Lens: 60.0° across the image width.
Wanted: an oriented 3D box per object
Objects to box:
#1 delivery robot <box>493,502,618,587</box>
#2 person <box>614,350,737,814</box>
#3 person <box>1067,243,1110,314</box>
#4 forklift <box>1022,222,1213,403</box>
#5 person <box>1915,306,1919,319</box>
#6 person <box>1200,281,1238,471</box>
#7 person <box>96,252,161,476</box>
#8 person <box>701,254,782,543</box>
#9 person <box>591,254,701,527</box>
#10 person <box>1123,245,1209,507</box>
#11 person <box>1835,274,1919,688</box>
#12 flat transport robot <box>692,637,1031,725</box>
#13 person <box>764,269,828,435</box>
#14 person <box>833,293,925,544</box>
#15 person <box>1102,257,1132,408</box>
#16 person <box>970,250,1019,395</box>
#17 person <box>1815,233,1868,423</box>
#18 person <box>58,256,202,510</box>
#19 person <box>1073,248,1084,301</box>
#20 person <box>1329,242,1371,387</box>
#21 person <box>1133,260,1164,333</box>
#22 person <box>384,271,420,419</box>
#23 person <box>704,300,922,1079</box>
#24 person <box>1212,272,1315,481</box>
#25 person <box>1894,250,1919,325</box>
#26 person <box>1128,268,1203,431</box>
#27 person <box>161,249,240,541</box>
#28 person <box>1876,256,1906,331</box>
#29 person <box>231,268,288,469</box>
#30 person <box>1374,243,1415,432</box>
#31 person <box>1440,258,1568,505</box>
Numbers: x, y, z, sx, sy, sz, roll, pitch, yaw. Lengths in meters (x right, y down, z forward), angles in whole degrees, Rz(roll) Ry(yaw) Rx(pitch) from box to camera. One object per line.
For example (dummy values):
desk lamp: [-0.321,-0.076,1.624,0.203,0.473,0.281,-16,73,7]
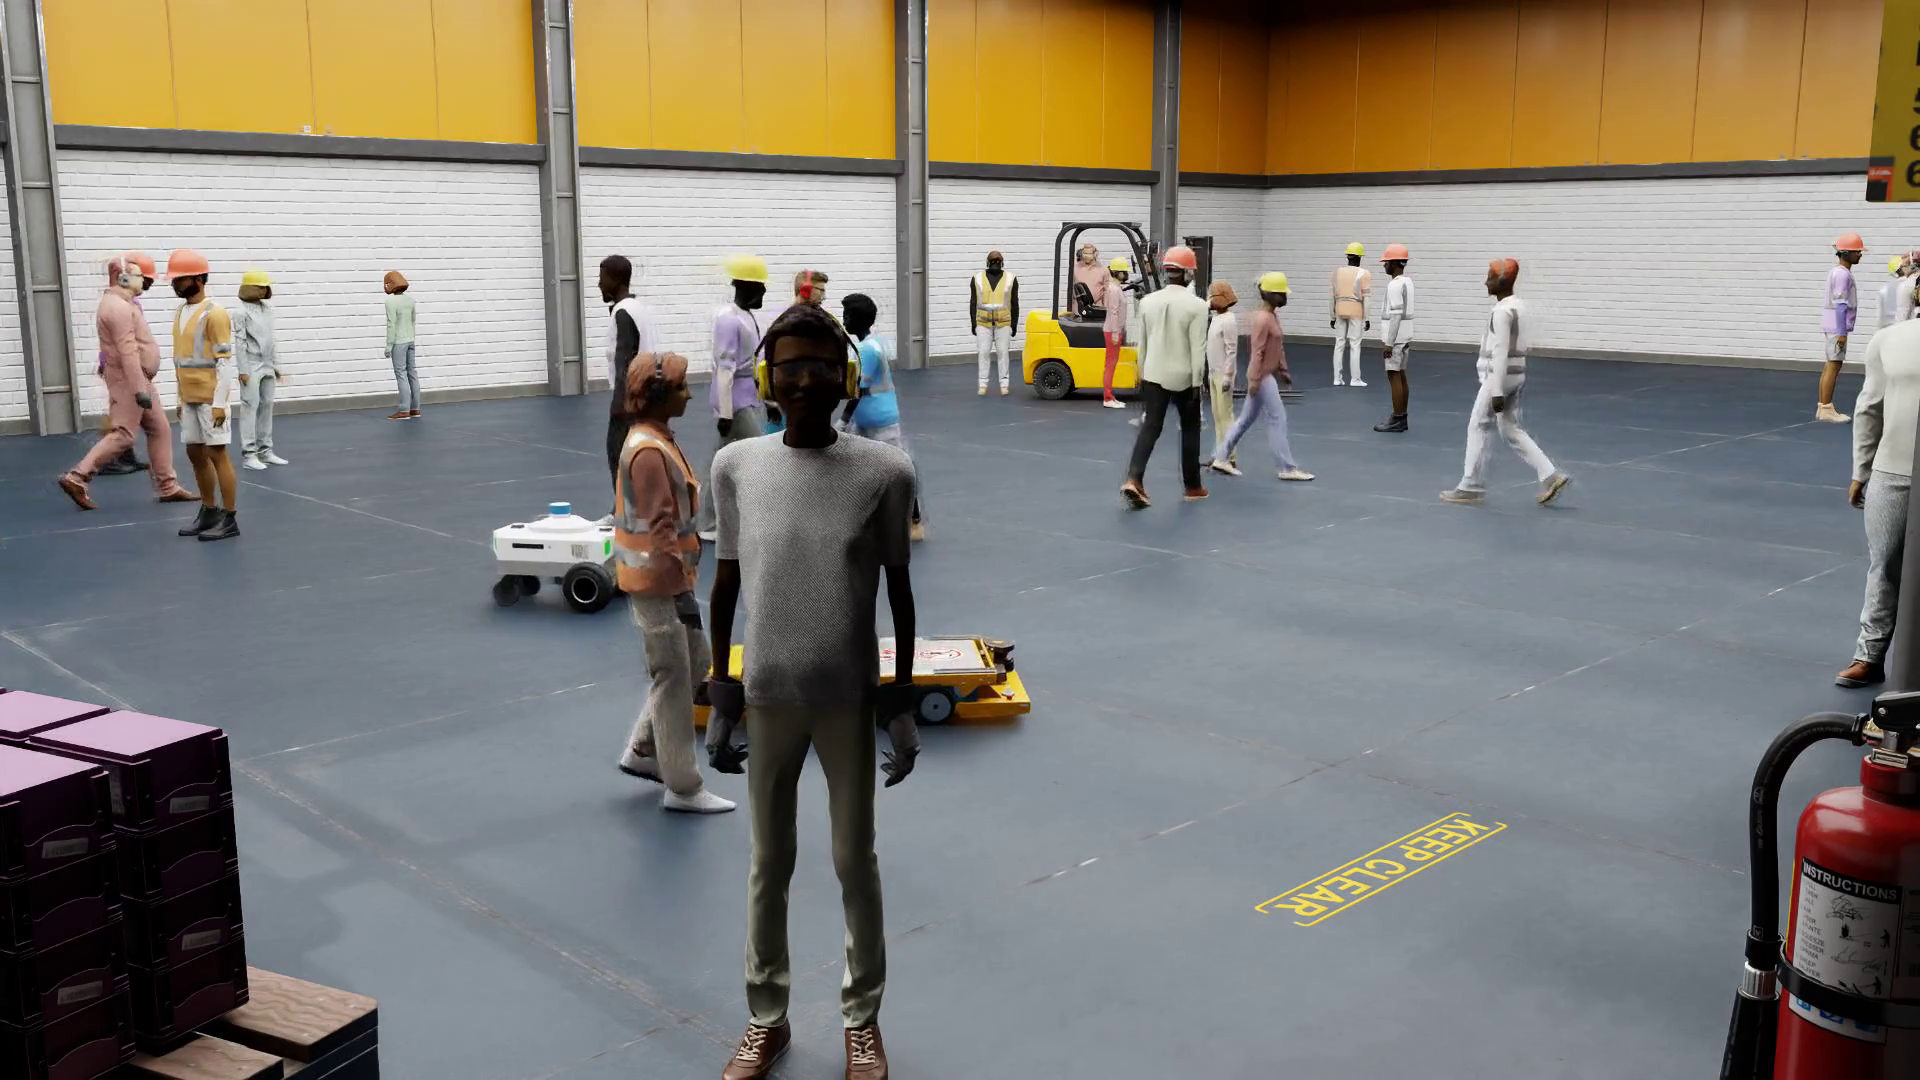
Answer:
delivery robot: [-2.186,0.038,9.138,0.707,0.478,0.477,2,11,11]
person: [-1.014,0.159,5.791,0.373,1.636,0.536,-1,10,-5]
person: [1.897,-3.439,24.684,0.636,1.903,0.405,1,10,5]
forklift: [1.935,-2.847,20.651,2.313,2.155,1.214,2,11,13]
person: [9.861,-2.006,16.687,0.611,1.966,0.362,-2,11,-11]
person: [2.244,-1.411,14.349,0.268,1.631,0.507,-1,10,-7]
person: [-7.048,-1.480,14.062,0.648,1.876,0.583,-6,12,-30]
person: [-1.318,-0.898,10.833,0.882,1.887,0.600,0,10,1]
person: [-2.199,-1.006,11.431,0.691,1.896,0.593,-2,11,-12]
person: [1.545,-1.221,12.452,0.622,1.960,0.972,8,13,36]
person: [4.226,-0.269,7.290,0.372,1.940,0.630,-9,14,-42]
flat transport robot: [-0.448,0.592,7.145,1.431,0.197,0.652,-1,10,-5]
person: [-1.291,-0.984,11.579,0.775,1.801,0.609,4,11,20]
person: [-0.642,-0.773,10.825,0.880,1.638,0.532,-1,10,-7]
person: [1.846,-2.436,19.575,0.331,1.768,0.526,2,11,9]
person: [0.432,-2.744,21.091,0.624,1.837,0.430,1,10,4]
person: [9.546,-2.288,18.012,0.372,2.042,0.615,4,11,22]
person: [-6.228,-1.161,12.348,0.887,1.874,0.641,-4,11,-20]
person: [1.871,-3.651,26.046,0.612,1.816,0.669,7,12,33]
person: [5.233,-3.012,22.275,0.591,1.926,0.386,9,14,40]
person: [3.010,-3.640,26.496,0.500,1.636,0.286,2,11,13]
person: [-6.186,-2.152,18.388,0.283,1.633,0.498,3,11,14]
person: [-0.351,0.383,3.911,0.524,1.876,0.325,1,10,4]
person: [2.513,-1.361,13.831,0.876,1.720,0.530,3,11,18]
person: [10.438,-2.197,18.025,0.659,1.870,0.719,-3,11,-18]
person: [2.145,-2.035,17.146,0.876,1.847,0.599,-2,11,-10]
person: [-5.054,-0.955,11.064,0.559,1.933,0.395,7,12,33]
person: [10.937,-2.365,19.174,0.406,1.788,0.728,-7,13,-35]
person: [-6.103,-1.494,14.505,0.323,1.741,0.492,2,11,12]
person: [4.470,-2.078,17.159,0.375,1.935,0.551,6,12,29]
person: [4.099,-1.171,12.422,0.861,1.860,0.579,7,12,33]
